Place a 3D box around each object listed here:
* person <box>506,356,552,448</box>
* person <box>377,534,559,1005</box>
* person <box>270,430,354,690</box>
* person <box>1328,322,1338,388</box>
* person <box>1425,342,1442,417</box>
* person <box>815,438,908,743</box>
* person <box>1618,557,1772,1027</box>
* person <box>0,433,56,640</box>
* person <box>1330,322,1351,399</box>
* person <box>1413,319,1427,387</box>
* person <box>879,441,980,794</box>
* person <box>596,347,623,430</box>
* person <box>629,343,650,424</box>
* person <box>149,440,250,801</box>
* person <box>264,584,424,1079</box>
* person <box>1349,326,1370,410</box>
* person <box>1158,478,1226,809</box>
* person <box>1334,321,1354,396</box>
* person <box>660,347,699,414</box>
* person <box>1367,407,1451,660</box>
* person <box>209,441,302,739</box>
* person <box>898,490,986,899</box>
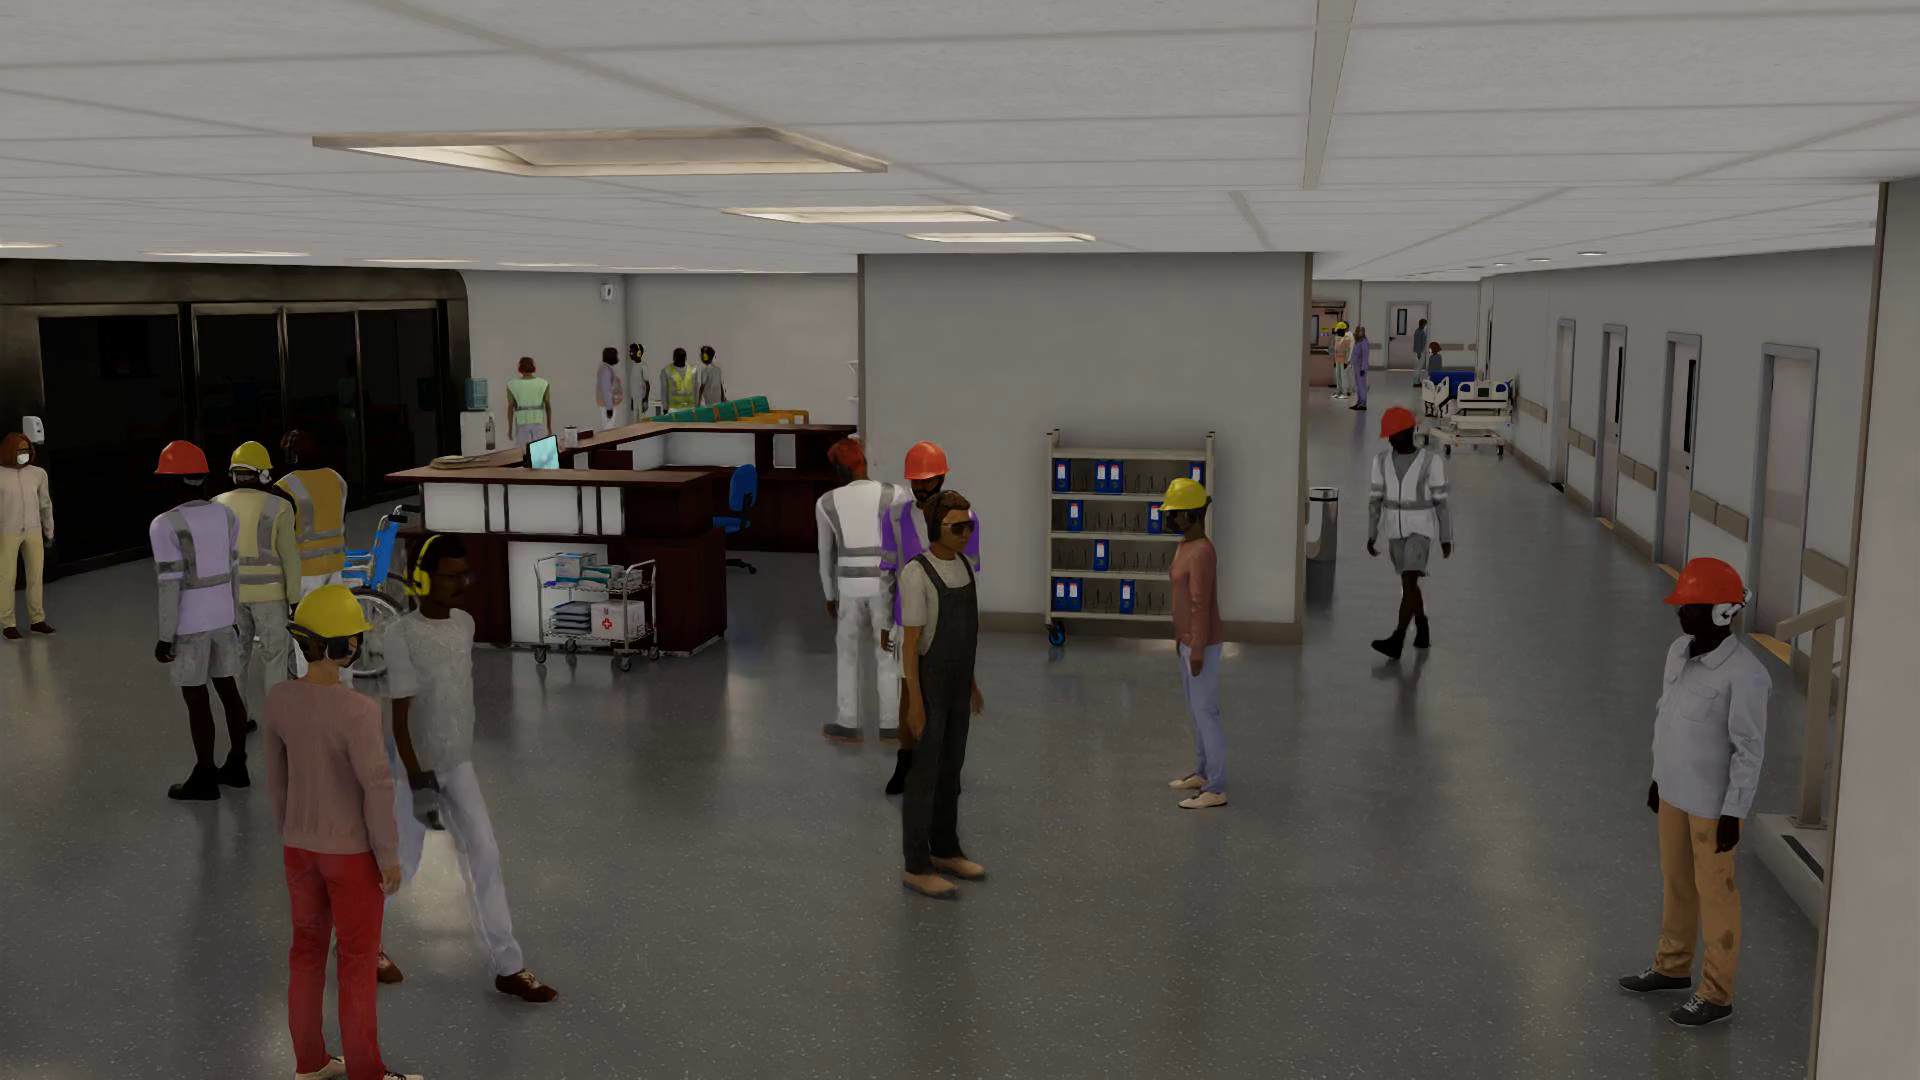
[{"bbox_3d":[-5.799,-1.547,22.413,0.579,1.845,0.404,-3,9,-20],"label":"person"},{"bbox_3d":[-2.045,0.873,6.418,0.963,1.827,0.534,4,9,25],"label":"person"},{"bbox_3d":[-4.259,0.199,10.877,0.431,1.836,0.625,3,9,21],"label":"person"},{"bbox_3d":[10.448,-5.143,46.295,0.404,1.830,0.603,2,9,14],"label":"person"},{"bbox_3d":[10.184,-3.444,35.714,0.281,1.624,0.495,-1,9,-9],"label":"person"},{"bbox_3d":[-0.517,0.317,10.033,0.707,1.855,0.348,1,9,10],"label":"person"},{"bbox_3d":[2.765,0.931,6.251,0.328,1.752,0.563,-1,9,-10],"label":"person"},{"bbox_3d":[-7.398,-0.036,13.109,0.285,1.627,0.504,6,10,33],"label":"person"},{"bbox_3d":[9.564,-4.503,41.739,0.368,1.928,0.585,-3,9,-19],"label":"person"},{"bbox_3d":[12.909,-5.242,46.659,0.387,1.928,0.636,4,9,24],"label":"person"},{"bbox_3d":[-0.172,0.429,8.978,0.551,1.934,0.373,2,9,10],"label":"person"},{"bbox_3d":[-5.536,-2.123,26.297,0.433,1.832,0.666,-2,9,-14],"label":"person"},{"bbox_3d":[-5.237,-2.271,27.115,0.313,1.869,0.539,-6,10,-35],"label":"person"},{"bbox_3d":[-4.115,0.433,8.947,0.379,1.938,0.547,3,9,20],"label":"person"},{"bbox_3d":[-2.087,1.024,5.595,0.533,1.768,0.311,4,10,27],"label":"person"},{"bbox_3d":[9.113,-3.921,37.947,0.402,1.906,0.652,0,9,1],"label":"person"},{"bbox_3d":[1.228,0.541,8.861,0.377,1.754,0.539,0,9,-1],"label":"person"},{"bbox_3d":[9.906,-4.663,42.776,0.372,1.935,0.627,-2,9,-12],"label":"person"},{"bbox_3d":[-4.412,-2.118,26.256,0.619,1.835,0.434,-4,10,-27],"label":"person"},{"bbox_3d":[3.361,-0.063,12.501,0.602,1.866,0.995,7,11,39],"label":"person"},{"bbox_3d":[-4.282,0.314,10.130,0.595,1.825,0.404,1,9,6],"label":"person"},{"bbox_3d":[-0.081,0.685,7.581,0.331,1.843,0.515,6,10,32],"label":"person"}]
